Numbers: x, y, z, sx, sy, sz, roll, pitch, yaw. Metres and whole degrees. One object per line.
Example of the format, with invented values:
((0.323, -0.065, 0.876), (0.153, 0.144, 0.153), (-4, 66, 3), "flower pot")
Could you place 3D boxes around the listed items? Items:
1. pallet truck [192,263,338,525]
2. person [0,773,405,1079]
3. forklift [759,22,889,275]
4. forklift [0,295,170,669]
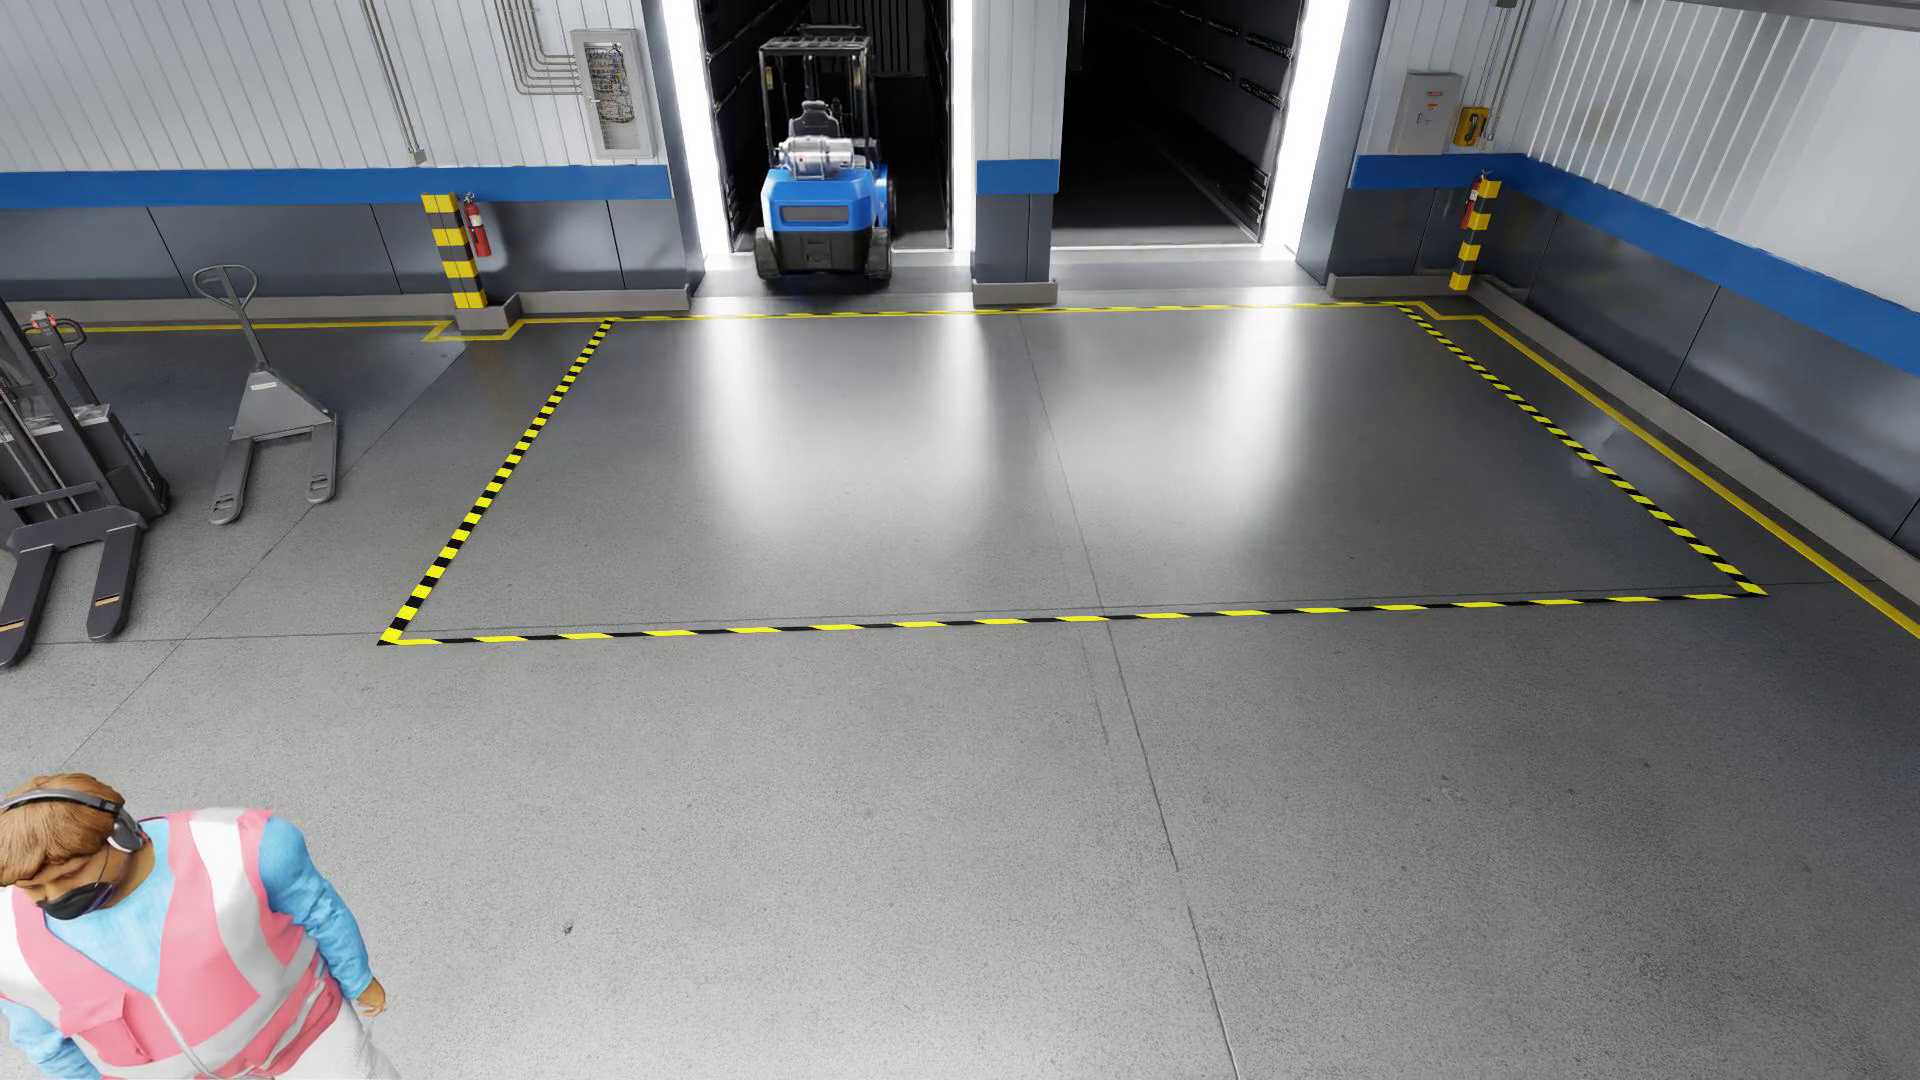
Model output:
((-4.778, -1.027, 6.128), (0.680, 1.201, 1.601), (-17, 38, -23), "pallet truck")
((-1.827, 1.254, 2.322), (0.635, 1.841, 0.429), (-20, 40, -27), "person")
((-1.409, -4.208, 9.706), (1.157, 2.036, 2.680), (0, 35, 0), "forklift")
((-5.212, -0.618, 4.878), (0.823, 1.965, 1.885), (-20, 39, -26), "forklift")
